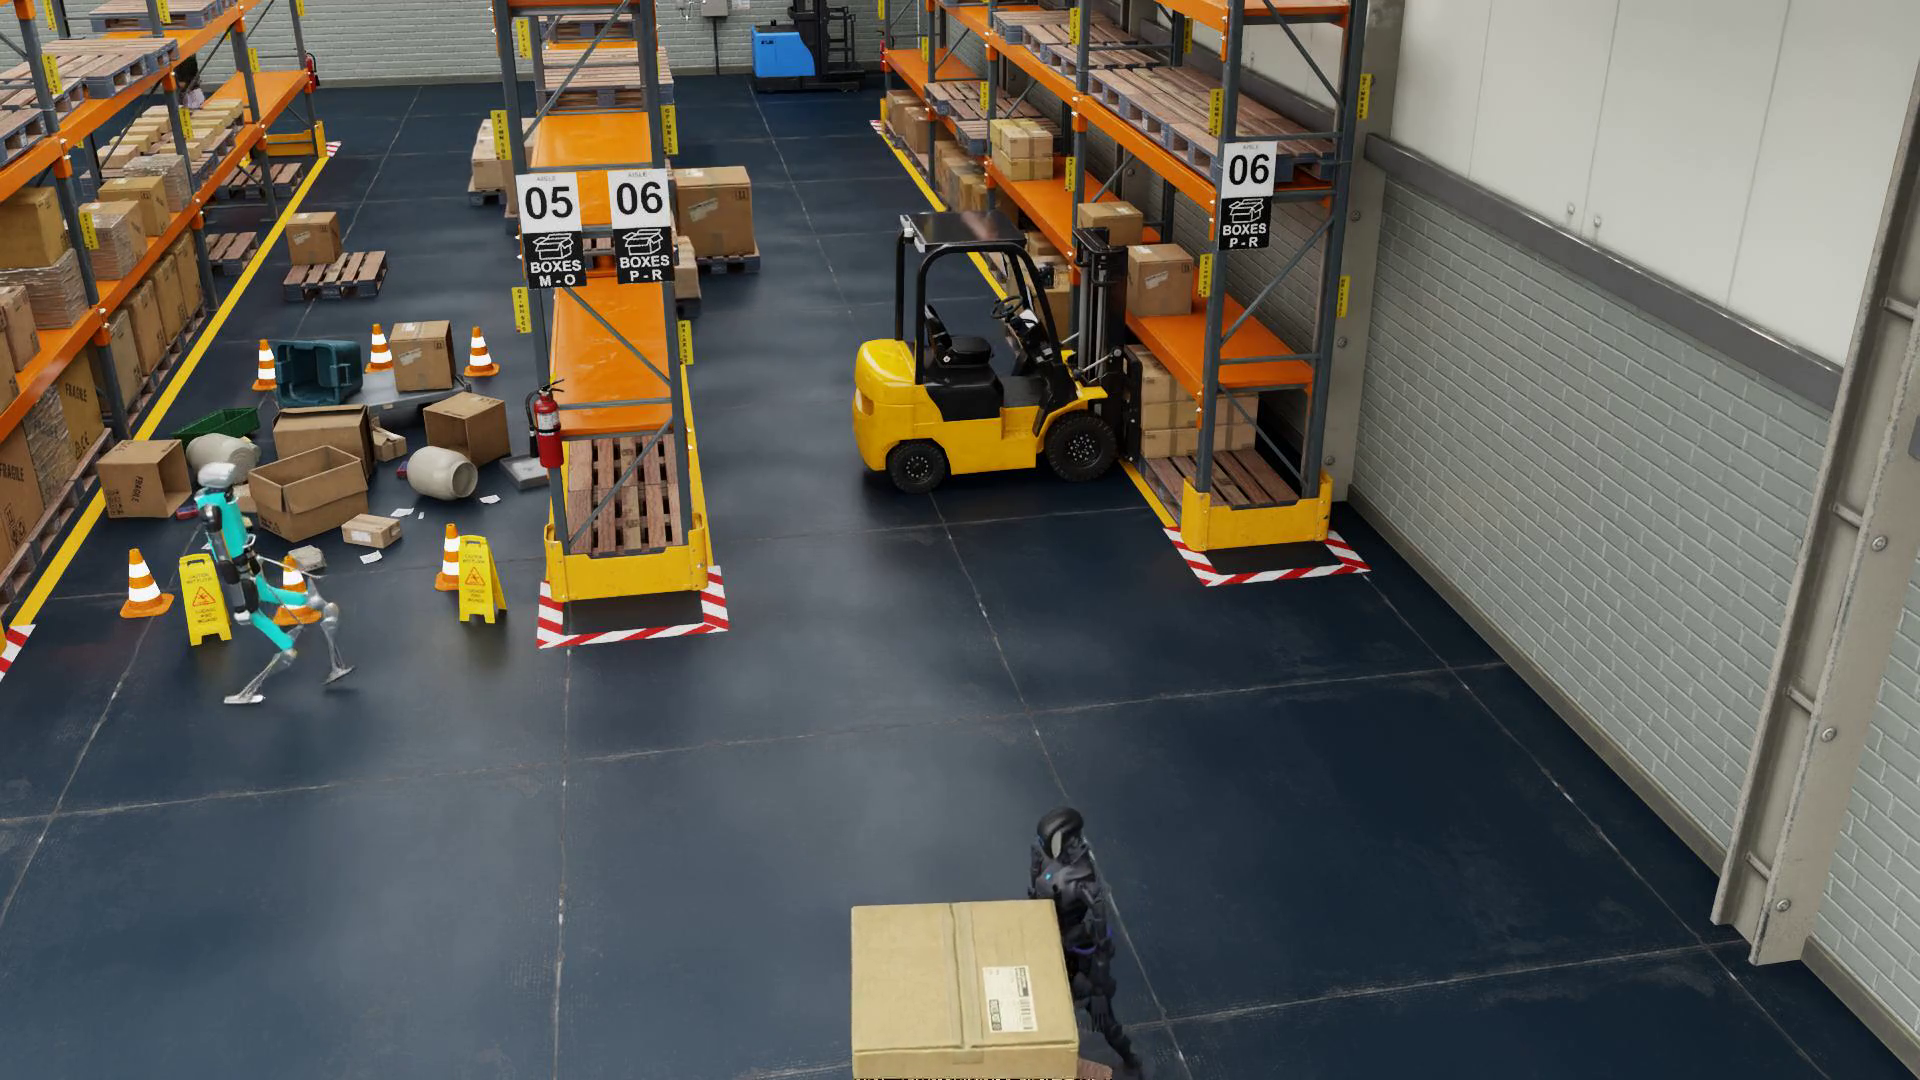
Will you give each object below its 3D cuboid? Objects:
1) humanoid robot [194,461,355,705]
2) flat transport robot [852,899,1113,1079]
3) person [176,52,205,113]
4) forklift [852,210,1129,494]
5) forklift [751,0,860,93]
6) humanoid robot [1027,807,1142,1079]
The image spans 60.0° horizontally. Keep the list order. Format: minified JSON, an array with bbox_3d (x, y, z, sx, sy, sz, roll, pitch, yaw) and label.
[{"bbox_3d":[-4.411,0.297,10.867,1.015,1.776,0.536,-5,26,-11],"label":"humanoid robot"},{"bbox_3d":[0.013,2.811,7.274,1.431,0.231,0.659,10,27,20],"label":"flat transport robot"},{"bbox_3d":[-12.408,-7.446,26.813,0.457,1.842,0.562,-2,26,-3],"label":"person"},{"bbox_3d":[0.216,-1.659,14.366,2.313,2.155,1.214,-5,26,-10],"label":"forklift"},{"bbox_3d":[-2.872,-9.679,30.288,1.873,2.768,1.129,-5,26,-10],"label":"forklift"},{"bbox_3d":[0.511,1.913,7.579,0.819,1.612,0.594,-17,31,-32],"label":"humanoid robot"}]
